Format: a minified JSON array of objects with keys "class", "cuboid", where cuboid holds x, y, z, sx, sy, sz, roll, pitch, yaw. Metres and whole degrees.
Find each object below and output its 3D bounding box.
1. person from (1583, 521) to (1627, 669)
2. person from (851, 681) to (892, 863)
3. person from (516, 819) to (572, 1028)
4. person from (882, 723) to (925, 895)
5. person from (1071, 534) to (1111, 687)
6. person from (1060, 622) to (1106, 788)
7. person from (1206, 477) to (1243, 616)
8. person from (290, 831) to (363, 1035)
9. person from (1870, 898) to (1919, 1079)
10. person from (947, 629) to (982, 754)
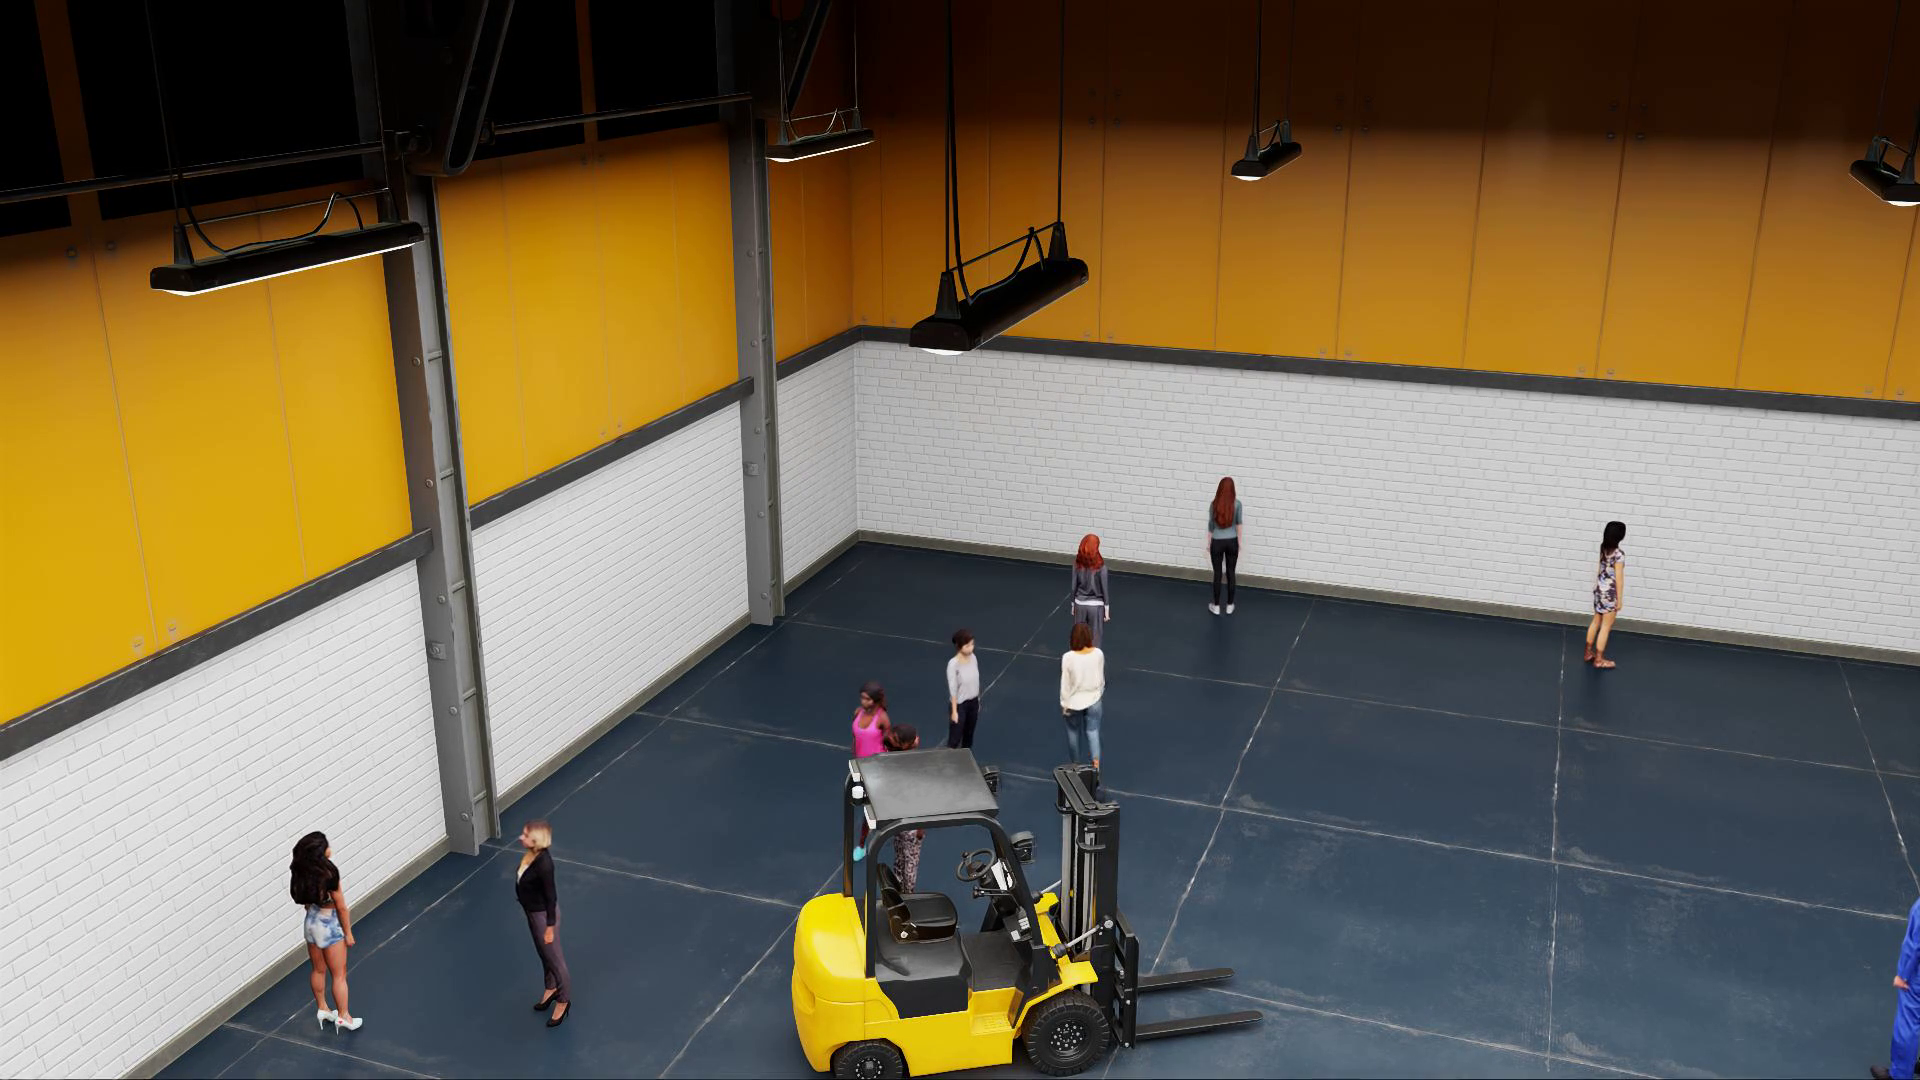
[{"class":"person","cuboid":[7.343,0.607,18.894,0.731,1.735,0.622,-3,19,-9]},{"class":"person","cuboid":[-0.718,2.010,14.790,0.786,1.696,1.084,13,23,34]},{"class":"person","cuboid":[-3.085,2.830,12.392,0.719,1.672,0.675,-10,21,-28]},{"class":"person","cuboid":[-0.445,2.312,13.865,0.742,1.713,0.679,-8,20,-22]},{"class":"person","cuboid":[1.422,0.778,18.316,0.612,1.779,0.524,9,21,26]},{"class":"person","cuboid":[1.212,1.606,16.040,0.890,1.663,1.037,-4,19,-11]},{"class":"person","cuboid":[3.255,0.064,20.493,0.653,1.742,0.636,0,19,0]},{"class":"person","cuboid":[-4.686,2.893,12.279,0.595,1.625,0.591,10,21,26]},{"class":"person","cuboid":[6.794,3.007,11.625,0.783,1.824,0.814,-7,20,-19]},{"class":"person","cuboid":[0.027,1.595,16.244,0.665,1.553,0.526,15,24,37]}]
